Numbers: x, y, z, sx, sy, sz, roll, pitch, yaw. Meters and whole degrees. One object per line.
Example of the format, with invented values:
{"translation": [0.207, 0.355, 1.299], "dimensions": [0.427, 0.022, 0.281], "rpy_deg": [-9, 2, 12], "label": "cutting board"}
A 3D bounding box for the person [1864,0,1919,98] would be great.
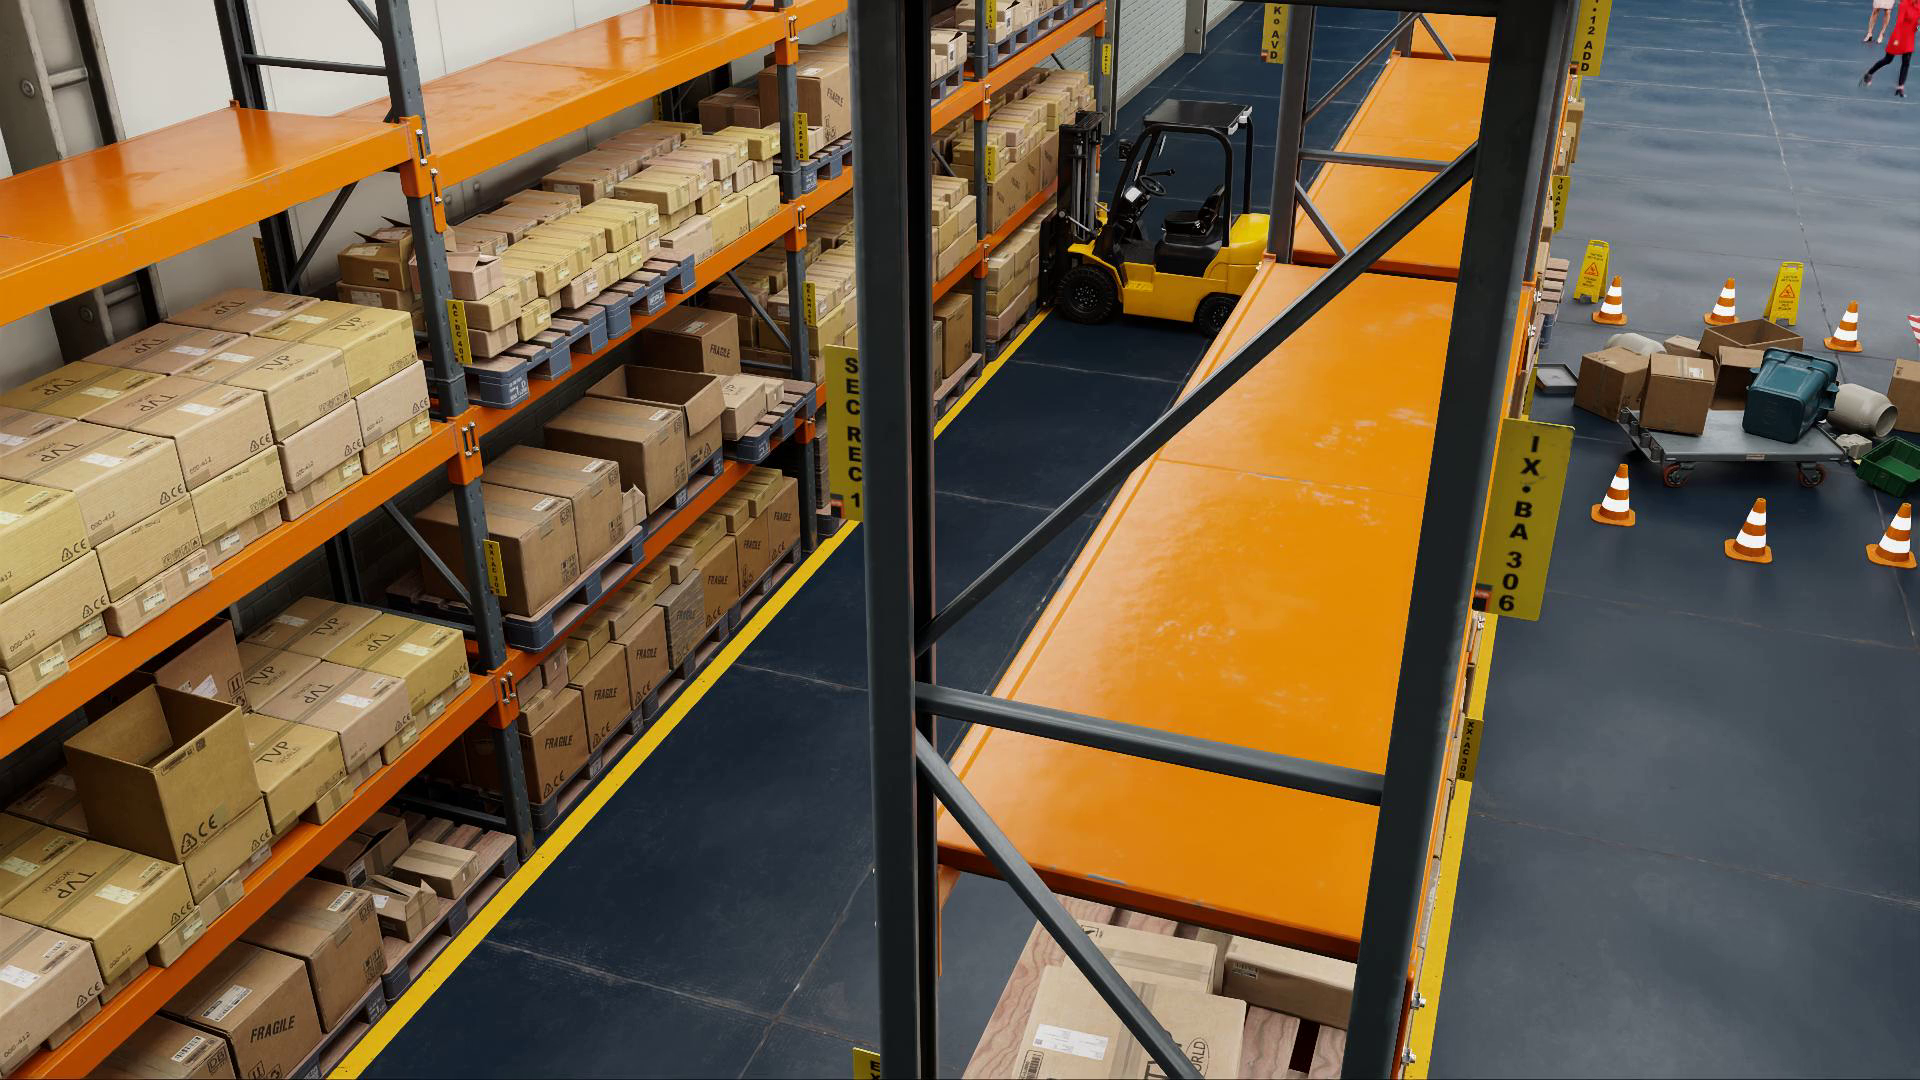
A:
{"translation": [14.699, -7.859, 26.101], "dimensions": [1.044, 1.713, 1.148], "rpy_deg": [-10, 30, -18], "label": "person"}

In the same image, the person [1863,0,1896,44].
{"translation": [16.522, -9.800, 29.623], "dimensions": [0.634, 1.829, 0.606], "rpy_deg": [20, 34, 33], "label": "person"}
